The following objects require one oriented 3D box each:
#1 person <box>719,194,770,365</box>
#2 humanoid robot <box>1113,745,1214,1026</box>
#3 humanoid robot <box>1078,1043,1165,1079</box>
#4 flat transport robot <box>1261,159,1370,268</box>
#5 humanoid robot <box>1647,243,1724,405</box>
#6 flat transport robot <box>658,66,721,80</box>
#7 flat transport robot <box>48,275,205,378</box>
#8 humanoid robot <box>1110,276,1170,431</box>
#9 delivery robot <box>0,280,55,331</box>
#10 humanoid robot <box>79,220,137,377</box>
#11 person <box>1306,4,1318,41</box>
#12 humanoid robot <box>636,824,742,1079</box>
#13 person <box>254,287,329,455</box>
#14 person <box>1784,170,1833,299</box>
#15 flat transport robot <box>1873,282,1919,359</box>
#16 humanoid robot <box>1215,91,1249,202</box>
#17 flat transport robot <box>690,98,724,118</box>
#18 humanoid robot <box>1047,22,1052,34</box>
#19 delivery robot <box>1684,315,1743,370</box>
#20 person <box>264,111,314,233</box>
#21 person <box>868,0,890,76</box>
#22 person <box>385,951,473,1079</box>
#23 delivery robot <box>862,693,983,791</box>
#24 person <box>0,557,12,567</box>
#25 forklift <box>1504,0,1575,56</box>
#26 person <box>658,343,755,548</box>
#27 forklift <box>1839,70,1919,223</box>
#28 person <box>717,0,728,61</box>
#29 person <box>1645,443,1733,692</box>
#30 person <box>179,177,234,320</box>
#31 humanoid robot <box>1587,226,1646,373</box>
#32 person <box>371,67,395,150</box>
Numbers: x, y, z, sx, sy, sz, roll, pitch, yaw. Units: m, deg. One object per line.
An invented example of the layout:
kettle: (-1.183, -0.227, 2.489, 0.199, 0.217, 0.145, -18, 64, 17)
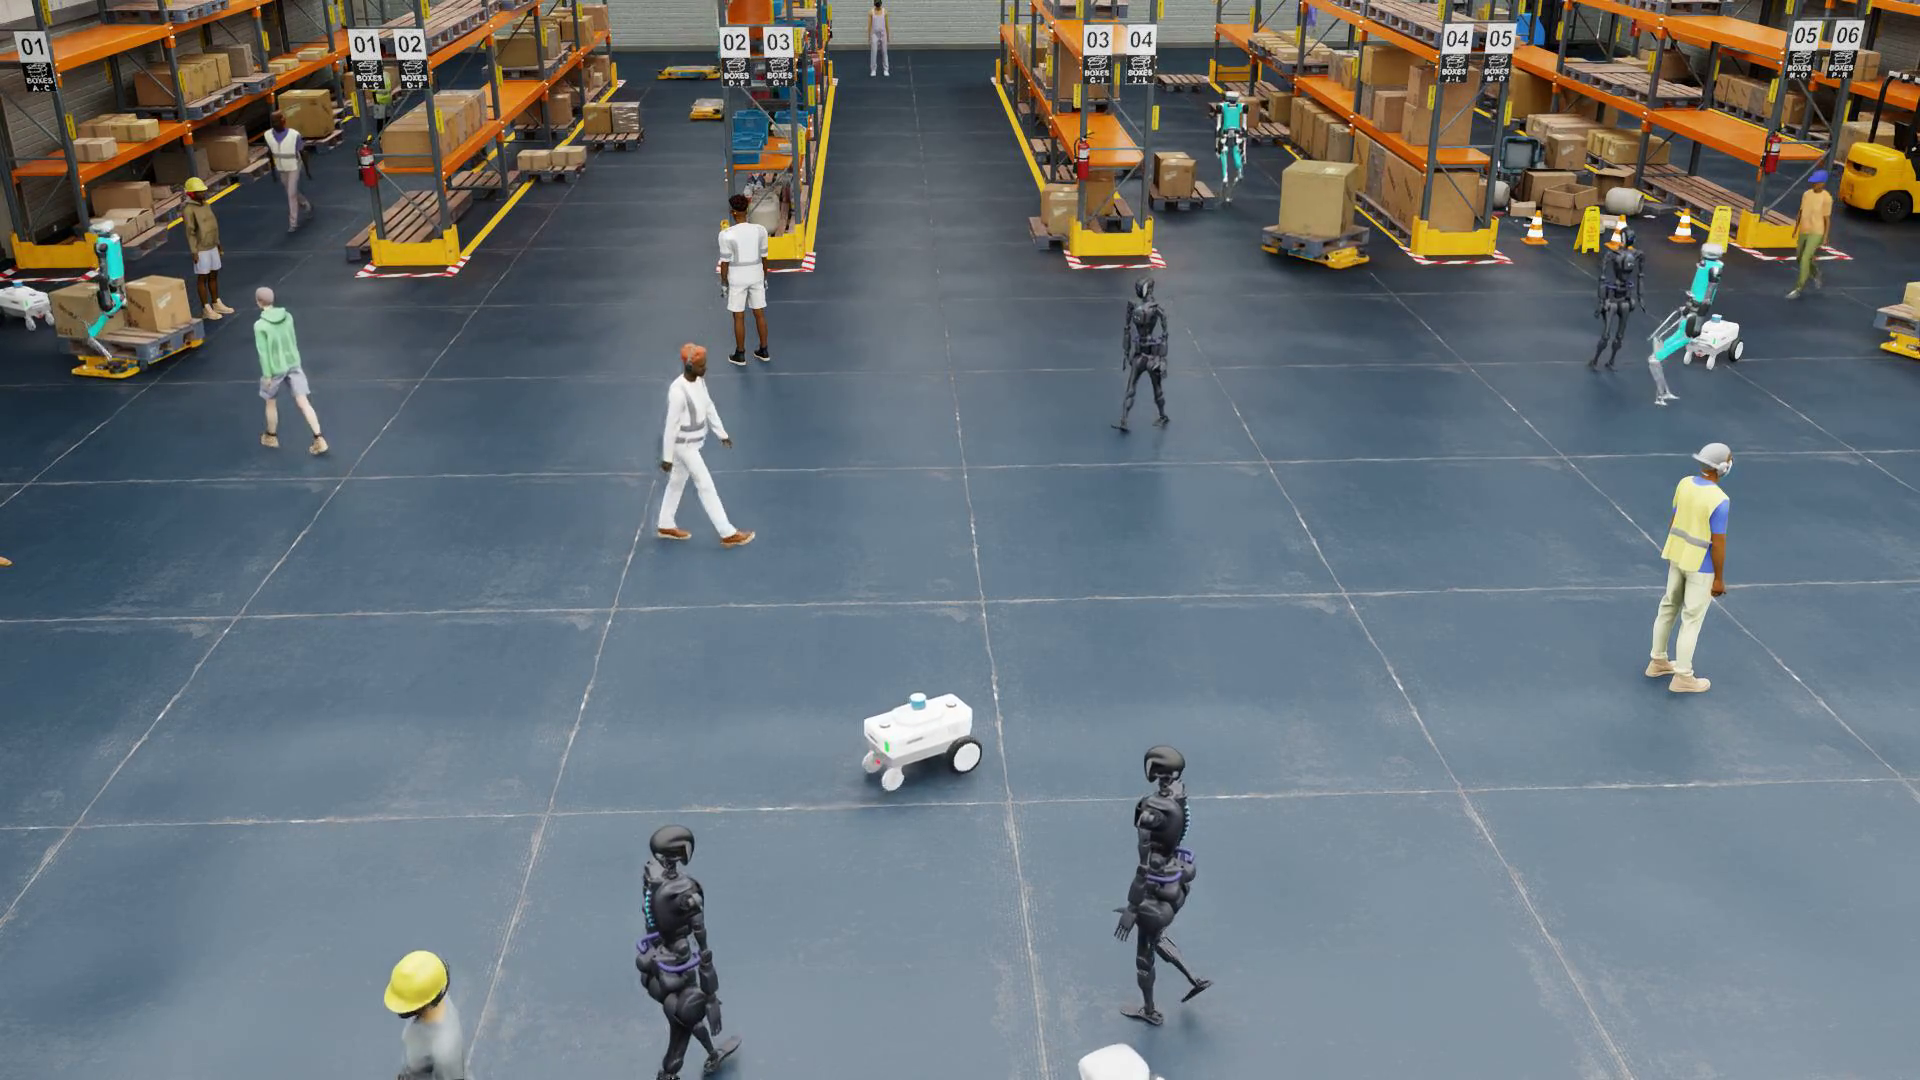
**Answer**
person: (-2.477, -2.995, 19.135, 0.601, 1.957, 0.382, -14, 28, -28)
humanoid robot: (1.088, 1.831, 8.637, 0.463, 1.647, 0.595, 13, 27, 27)
humanoid robot: (0.442, 2.706, 6.685, 0.547, 1.865, 0.705, -16, 28, -31)
flat transport robot: (5.076, -4.152, 23.801, 0.659, 0.231, 1.431, -19, 30, -36)
humanoid robot: (7.673, -2.301, 17.858, 0.723, 1.795, 0.539, 3, 24, 7)
flat transport robot: (-6.378, -11.021, 39.236, 1.431, 0.231, 0.659, -1, 24, -3)
flat transport robot: (-9.587, -2.193, 19.400, 0.659, 0.231, 1.431, 6, 25, 13)
humanoid robot: (1.904, -1.895, 17.057, 0.590, 1.624, 0.783, 21, 31, 39)
delivery robot: (-11.690, -2.940, 20.716, 0.773, 0.586, 0.499, 13, 27, 26)
humanoid robot: (-9.701, -2.706, 18.707, 0.713, 1.765, 0.531, -1, 24, -3)
person: (8.676, -12.772, 41.309, 0.596, 1.784, 0.619, -2, 24, -4)
humanoid robot: (-1.320, 2.084, 8.090, 0.742, 1.627, 0.589, -20, 31, -38)
person: (-6.700, -1.683, 16.496, 0.921, 1.693, 0.480, 17, 29, 34)
person: (11.187, -4.021, 21.757, 0.689, 1.683, 0.478, -9, 25, -19)
flat transport robot: (11.717, -2.375, 19.808, 1.431, 0.231, 0.659, -13, 27, -26)
humanoid robot: (4.363, -6.238, 26.757, 0.539, 1.836, 0.736, 2, 24, 4)
flat transport robot: (-5.216, -9.013, 34.724, 0.659, 0.231, 1.431, 0, 24, 0)
humanoid robot: (2.505, -12.842, 41.512, 0.949, 1.713, 0.584, 17, 29, 34)
delivery robot: (8.762, -2.324, 19.351, 0.499, 0.601, 0.783, 22, 32, 40)
person: (-10.143, -5.637, 25.259, 0.587, 1.808, 0.862, 5, 24, 11)
person: (-1.917, -11.902, 39.272, 0.506, 1.854, 0.409, -2, 24, -4)
person: (-2.248, 2.438, 7.178, 0.517, 1.738, 0.624, -10, 26, -21)
delivery robot: (-0.267, 1.310, 11.174, 0.791, 0.592, 0.499, -14, 28, -29)
person: (-8.329, -0.581, 13.793, 0.386, 1.891, 0.560, 7, 25, 15)
forklift: (14.700, -13.805, 42.301, 1.873, 2.768, 1.129, -1, 24, -2)
person: (-2.252, -0.816, 14.381, 0.996, 1.833, 0.577, 2, 24, 5)
forklift: (15.132, -6.143, 25.915, 2.313, 2.155, 1.214, -1, 24, -2)
person: (-5.728, -12.492, 40.715, 0.385, 1.748, 0.536, -6, 25, -13)
person: (5.304, 0.199, 12.032, 0.401, 1.894, 0.523, -7, 25, -16)
person: (-9.503, -3.670, 20.878, 0.398, 1.764, 0.544, 5, 24, 11)
humanoid robot: (7.502, -2.730, 18.872, 0.597, 1.656, 0.370, -5, 24, -10)
person: (-10.759, -8.158, 31.042, 0.322, 1.698, 0.534, 11, 26, 22)
